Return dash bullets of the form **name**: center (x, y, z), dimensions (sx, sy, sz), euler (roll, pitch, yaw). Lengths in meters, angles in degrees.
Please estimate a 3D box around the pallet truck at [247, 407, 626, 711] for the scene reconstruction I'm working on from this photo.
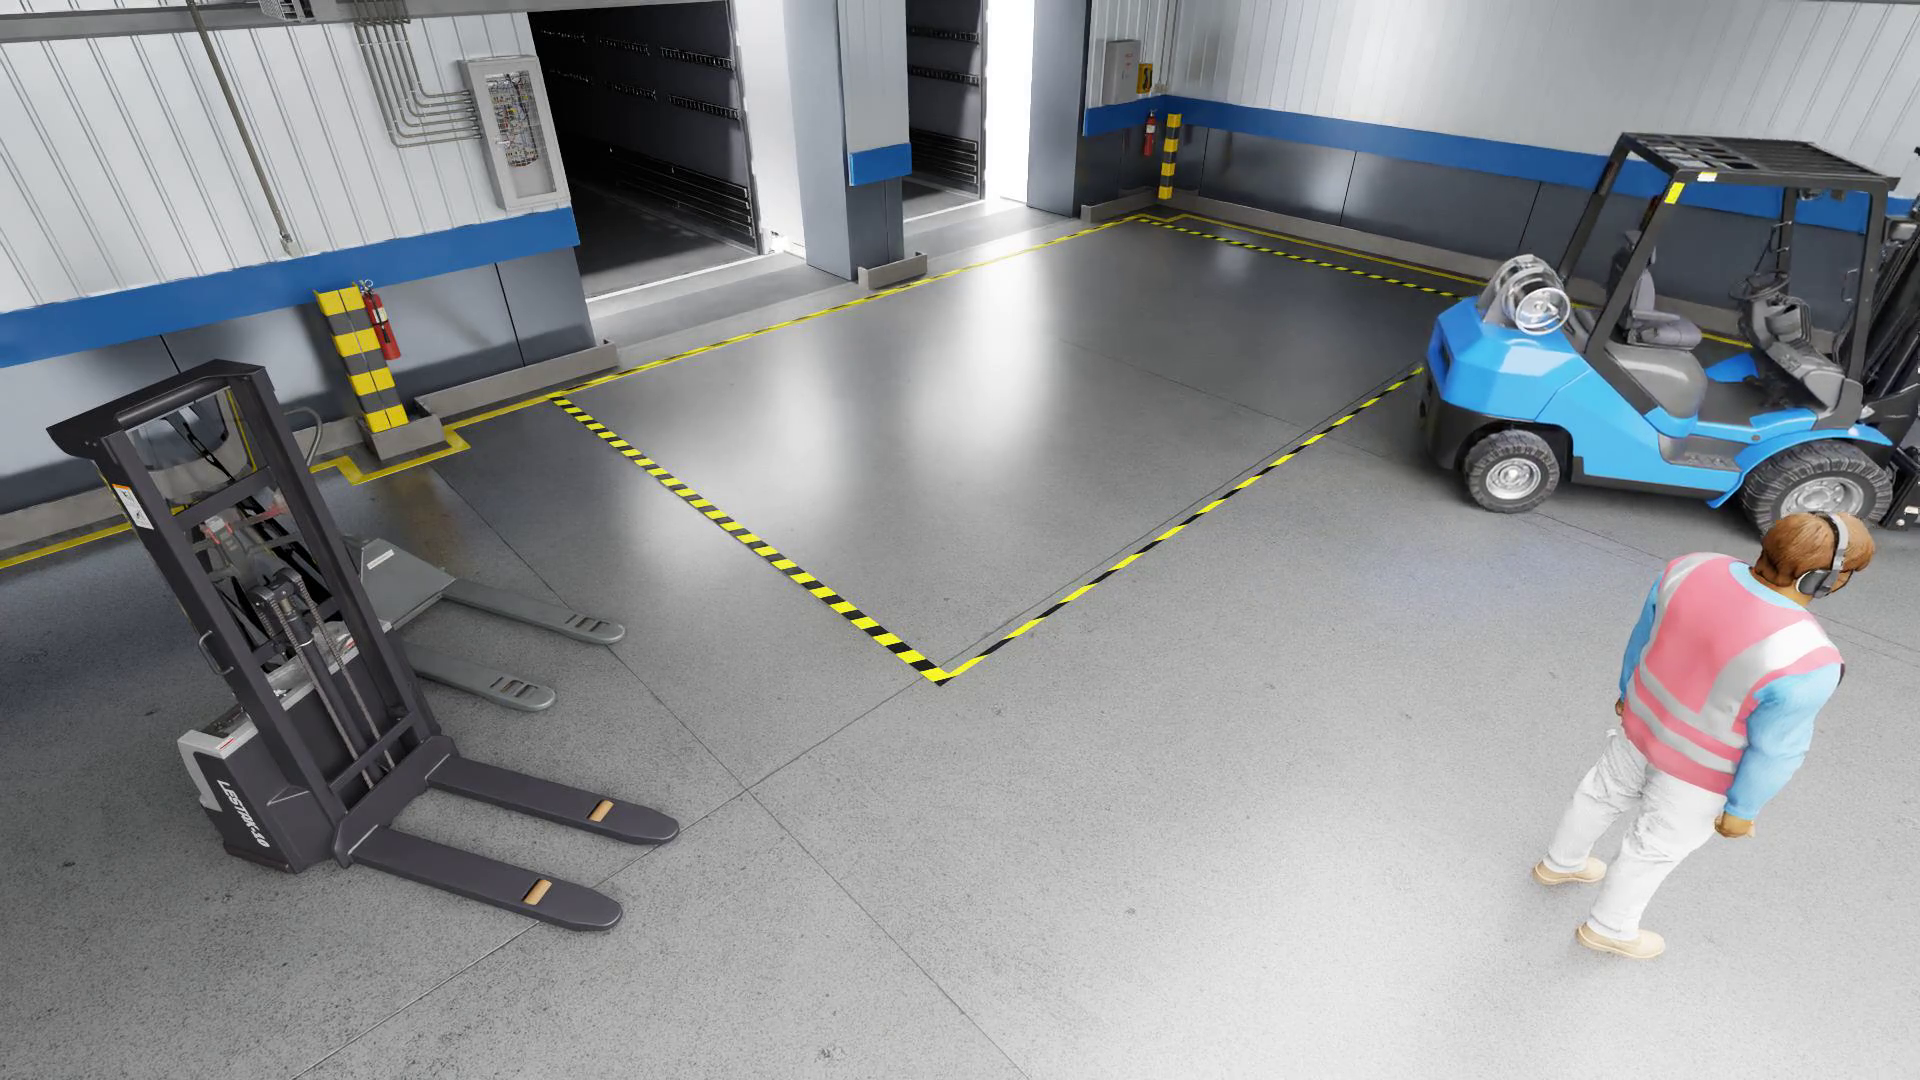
- **pallet truck**: center (-2.628, 0.038, 4.590), dimensions (1.601, 1.201, 0.680), euler (12, 36, 18)

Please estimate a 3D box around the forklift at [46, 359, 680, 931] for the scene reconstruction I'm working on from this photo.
- **forklift**: center (-2.135, 0.422, 3.354), dimensions (1.885, 1.965, 0.823), euler (10, 35, 14)

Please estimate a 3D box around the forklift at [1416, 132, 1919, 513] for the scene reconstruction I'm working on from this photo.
- **forklift**: center (4.520, -1.360, 5.659), dimensions (2.680, 2.036, 1.157), euler (9, 35, 13)

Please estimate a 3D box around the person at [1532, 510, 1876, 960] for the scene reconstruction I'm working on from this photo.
- **person**: center (2.467, 0.691, 3.096), dimensions (0.429, 1.842, 0.632), euler (-1, 34, -2)
